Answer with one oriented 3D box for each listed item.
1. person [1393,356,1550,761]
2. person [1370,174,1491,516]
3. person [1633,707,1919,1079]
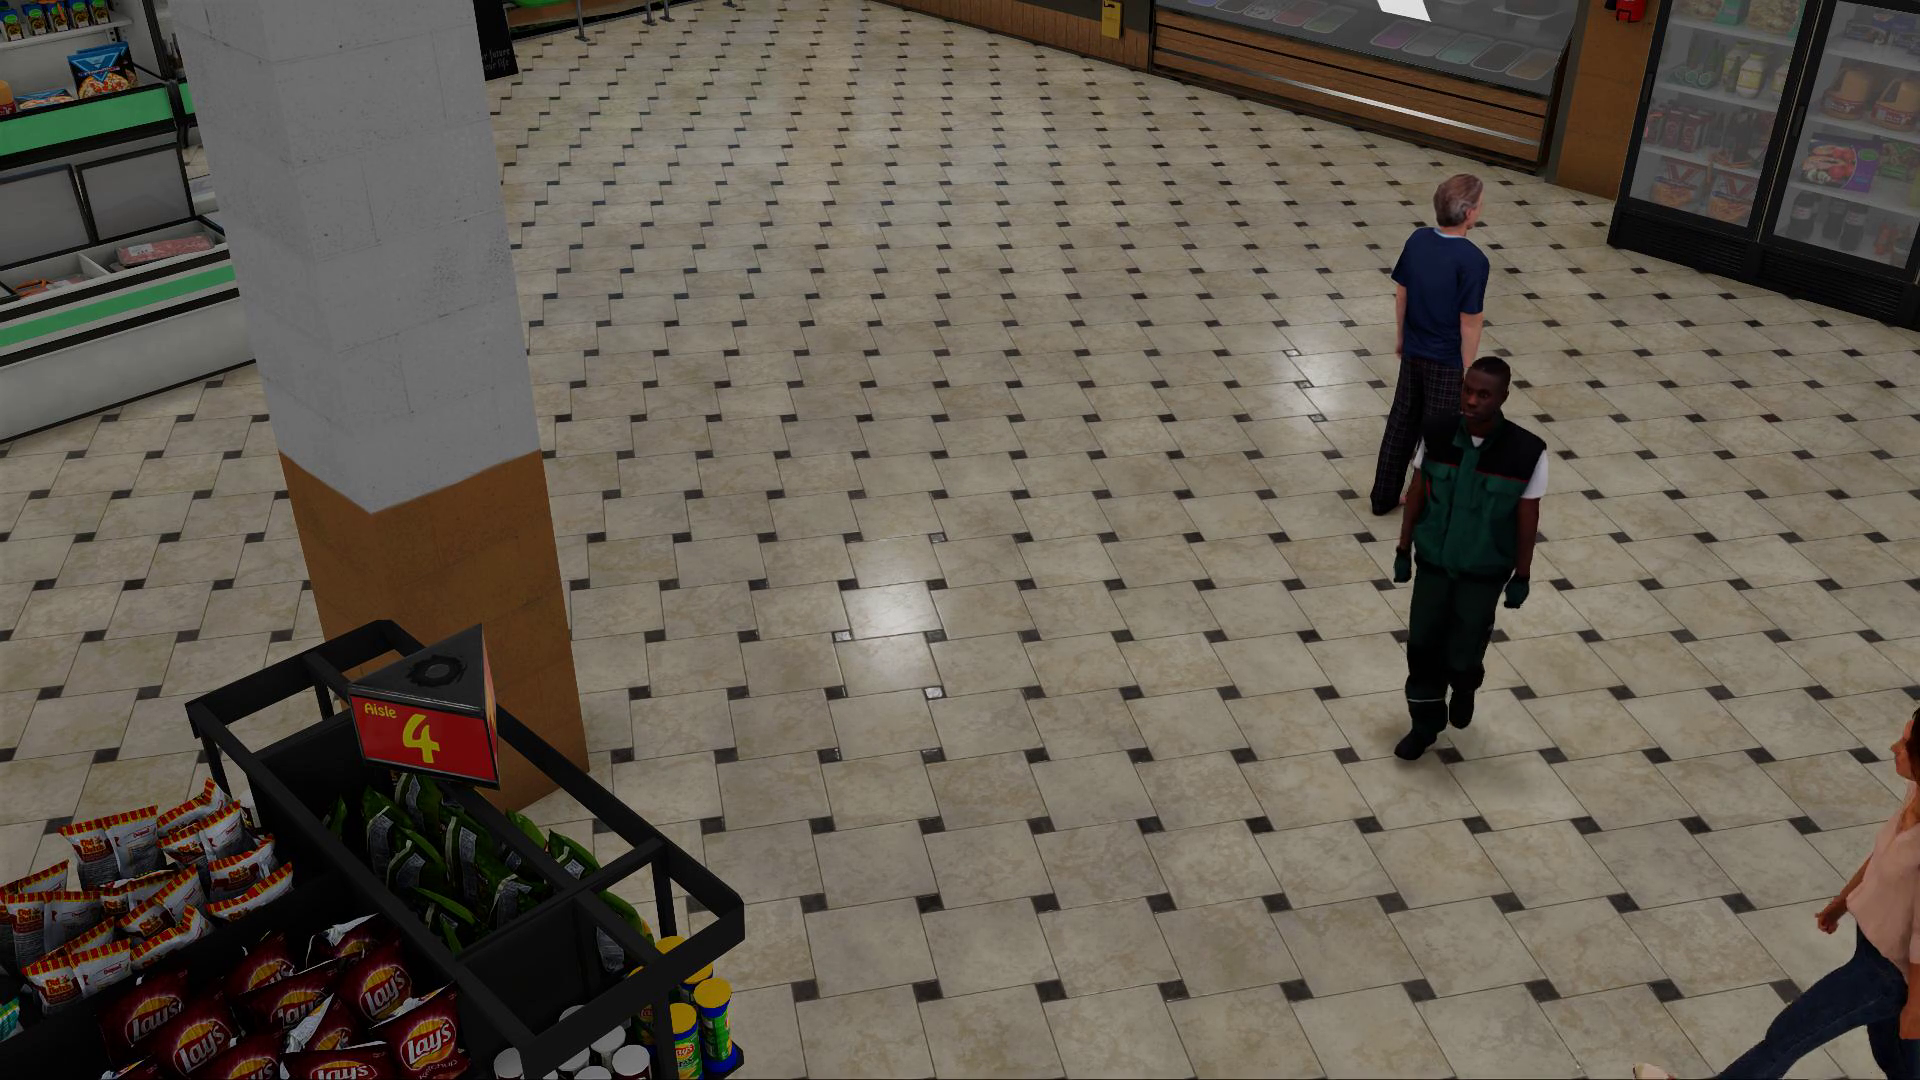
[{"bbox_3d":[2.063,0.071,6.745,0.755,1.827,0.812,21,38,30],"label":"person"},{"bbox_3d":[2.359,-0.908,8.279,0.595,1.869,0.691,-21,37,-30],"label":"person"},{"bbox_3d":[2.826,1.281,4.882,0.911,1.741,1.138,15,35,22],"label":"person"}]
